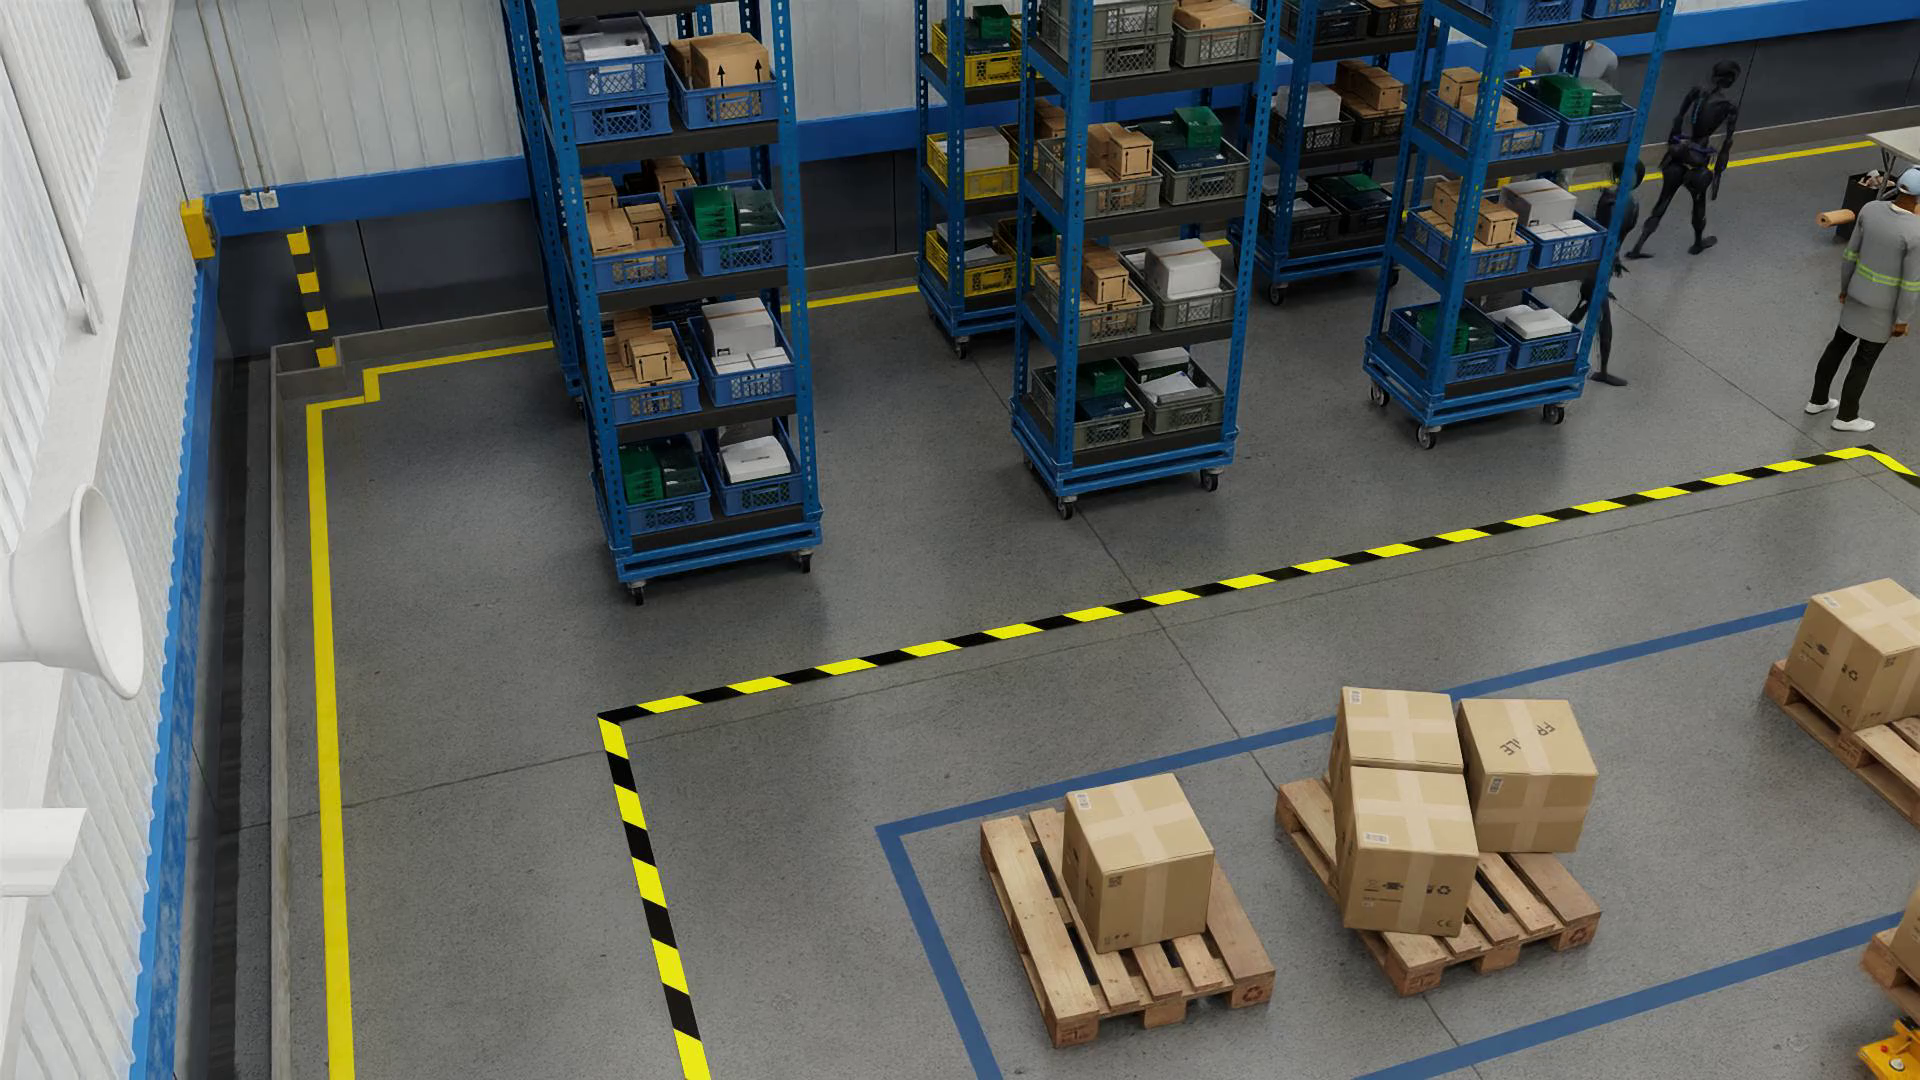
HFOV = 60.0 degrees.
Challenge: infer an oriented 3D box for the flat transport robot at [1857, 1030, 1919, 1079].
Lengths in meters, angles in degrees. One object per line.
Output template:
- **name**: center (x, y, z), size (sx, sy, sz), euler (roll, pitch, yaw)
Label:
- **flat transport robot**: center (4.592, 2.167, 6.959), size (1.431, 0.197, 0.652), euler (-11, 37, -15)

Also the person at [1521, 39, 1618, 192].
- **person**: center (4.800, -3.273, 13.254), size (0.627, 1.933, 0.378), euler (5, 35, 7)

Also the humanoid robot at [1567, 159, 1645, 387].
- **humanoid robot**: center (4.431, -1.896, 11.578), size (0.763, 1.644, 0.601), euler (17, 38, 22)

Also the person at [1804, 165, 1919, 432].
- **person**: center (6.023, -1.583, 10.926), size (0.367, 1.852, 0.593), euler (-11, 37, -16)

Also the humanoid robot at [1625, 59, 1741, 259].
- **humanoid robot**: center (5.772, -2.981, 13.109), size (0.792, 1.618, 0.616), euler (-16, 38, -21)
